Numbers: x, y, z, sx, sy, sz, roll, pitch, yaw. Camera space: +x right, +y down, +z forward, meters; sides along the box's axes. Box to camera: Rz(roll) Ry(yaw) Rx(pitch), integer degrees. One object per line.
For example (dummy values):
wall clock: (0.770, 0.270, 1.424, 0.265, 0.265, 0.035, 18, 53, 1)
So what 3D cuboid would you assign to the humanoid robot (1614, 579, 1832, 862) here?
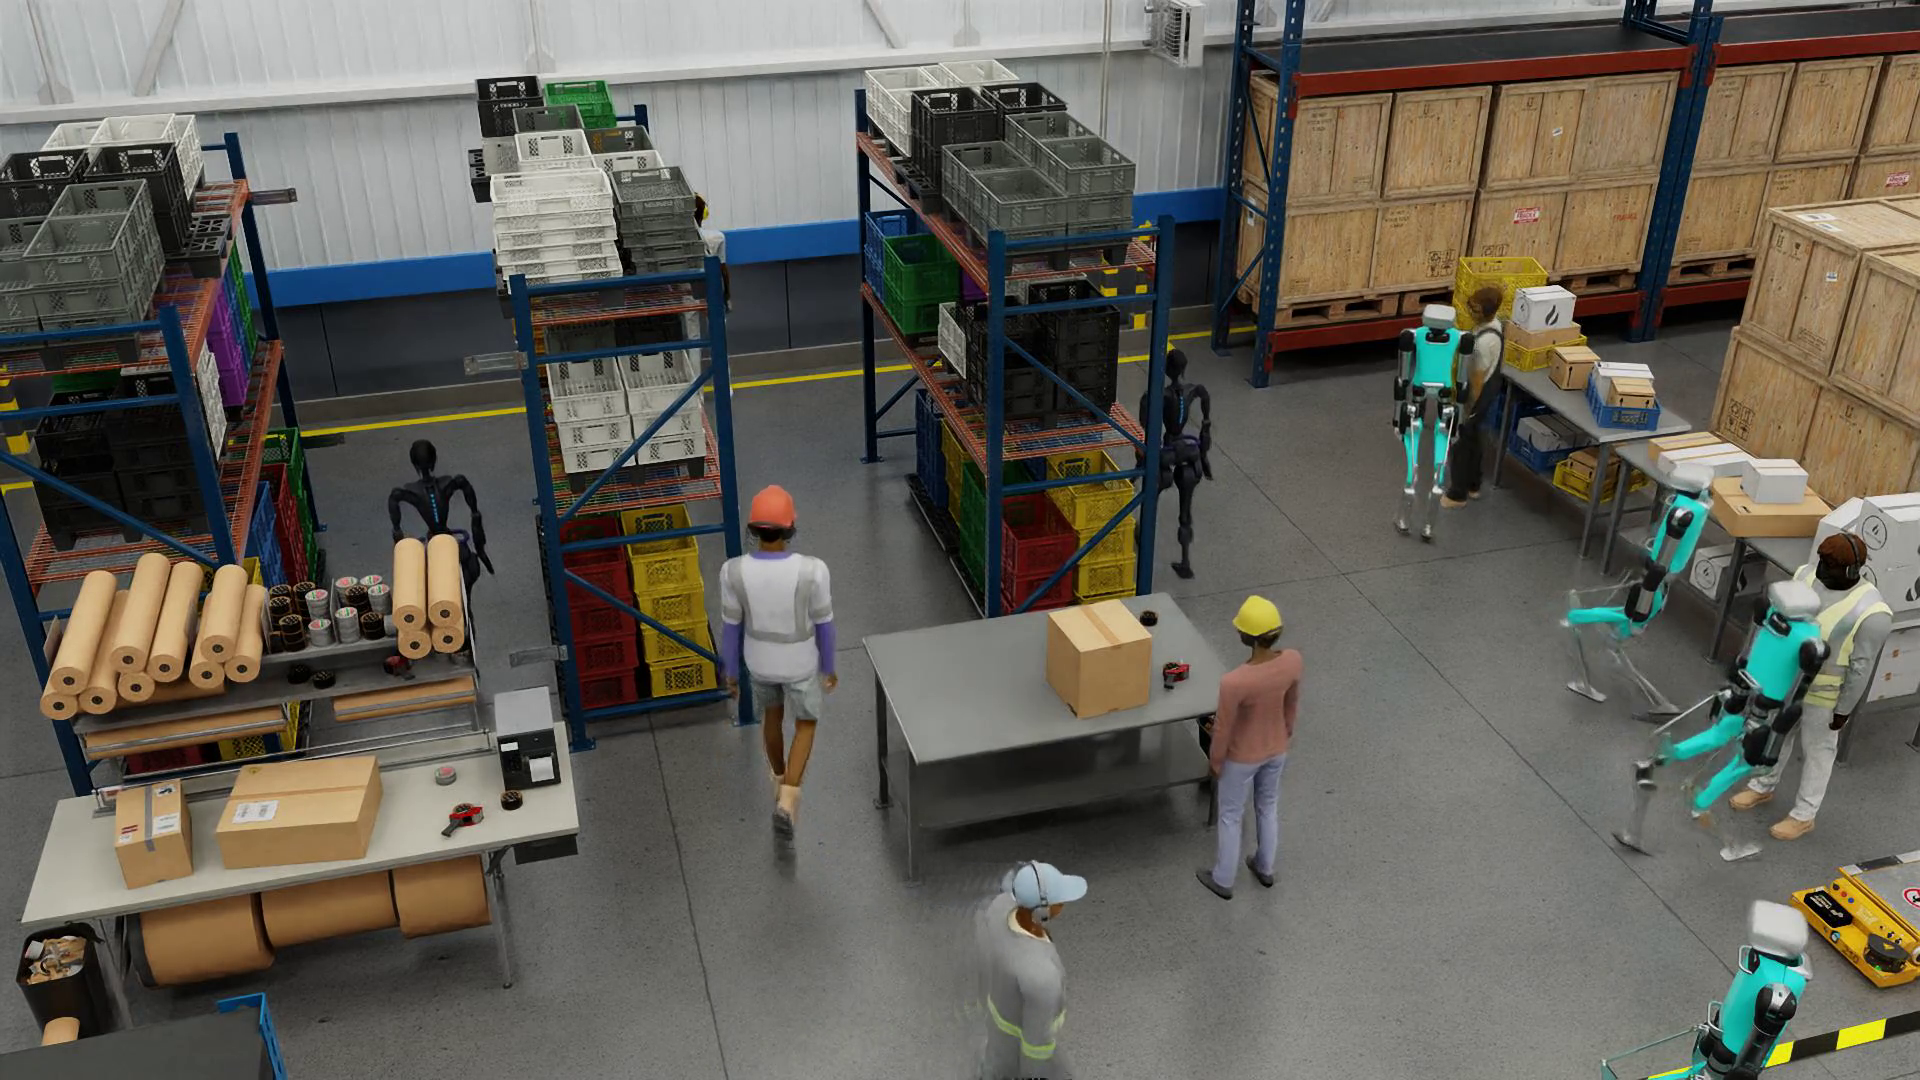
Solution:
humanoid robot: (3.956, 1.024, 8.784, 0.993, 1.754, 0.531, -4, 29, -6)

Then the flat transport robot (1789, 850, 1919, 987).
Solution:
flat transport robot: (5.163, 1.916, 8.676, 1.431, 0.231, 0.659, -8, 30, -14)

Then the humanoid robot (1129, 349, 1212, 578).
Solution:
humanoid robot: (1.494, -0.581, 11.791, 0.614, 1.624, 0.755, -8, 30, -14)

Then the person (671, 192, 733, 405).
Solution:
person: (-2.215, -2.049, 14.235, 0.530, 1.861, 0.309, -7, 30, -13)

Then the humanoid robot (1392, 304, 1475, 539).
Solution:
humanoid robot: (3.379, -0.789, 12.009, 0.548, 1.749, 0.675, 6, 29, 11)

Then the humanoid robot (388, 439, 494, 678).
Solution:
humanoid robot: (-3.254, 0.118, 10.477, 0.588, 1.647, 0.350, -13, 31, -23)

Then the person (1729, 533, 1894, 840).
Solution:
person: (4.654, 0.785, 9.110, 0.430, 1.839, 0.621, -11, 31, -18)

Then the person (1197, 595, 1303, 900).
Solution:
person: (1.513, 1.077, 8.659, 0.527, 1.758, 0.341, -15, 32, -25)

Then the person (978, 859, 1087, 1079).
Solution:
person: (0.252, 2.040, 6.852, 0.945, 1.808, 0.602, -10, 30, -18)

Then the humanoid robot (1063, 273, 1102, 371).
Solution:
humanoid robot: (0.846, -1.423, 13.345, 0.608, 1.645, 0.763, -9, 30, -16)

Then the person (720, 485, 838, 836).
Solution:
person: (-0.995, 0.701, 9.068, 0.633, 2.020, 0.730, 5, 29, 8)

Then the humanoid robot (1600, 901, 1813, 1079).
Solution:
humanoid robot: (2.864, 2.102, 6.676, 0.735, 1.675, 0.533, 12, 31, 21)

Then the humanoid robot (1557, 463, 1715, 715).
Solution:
humanoid robot: (4.062, 0.304, 10.077, 0.948, 1.750, 0.545, 20, 35, 32)

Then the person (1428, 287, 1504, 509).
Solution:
person: (3.876, -1.081, 12.547, 0.398, 1.805, 0.680, 10, 30, 18)
